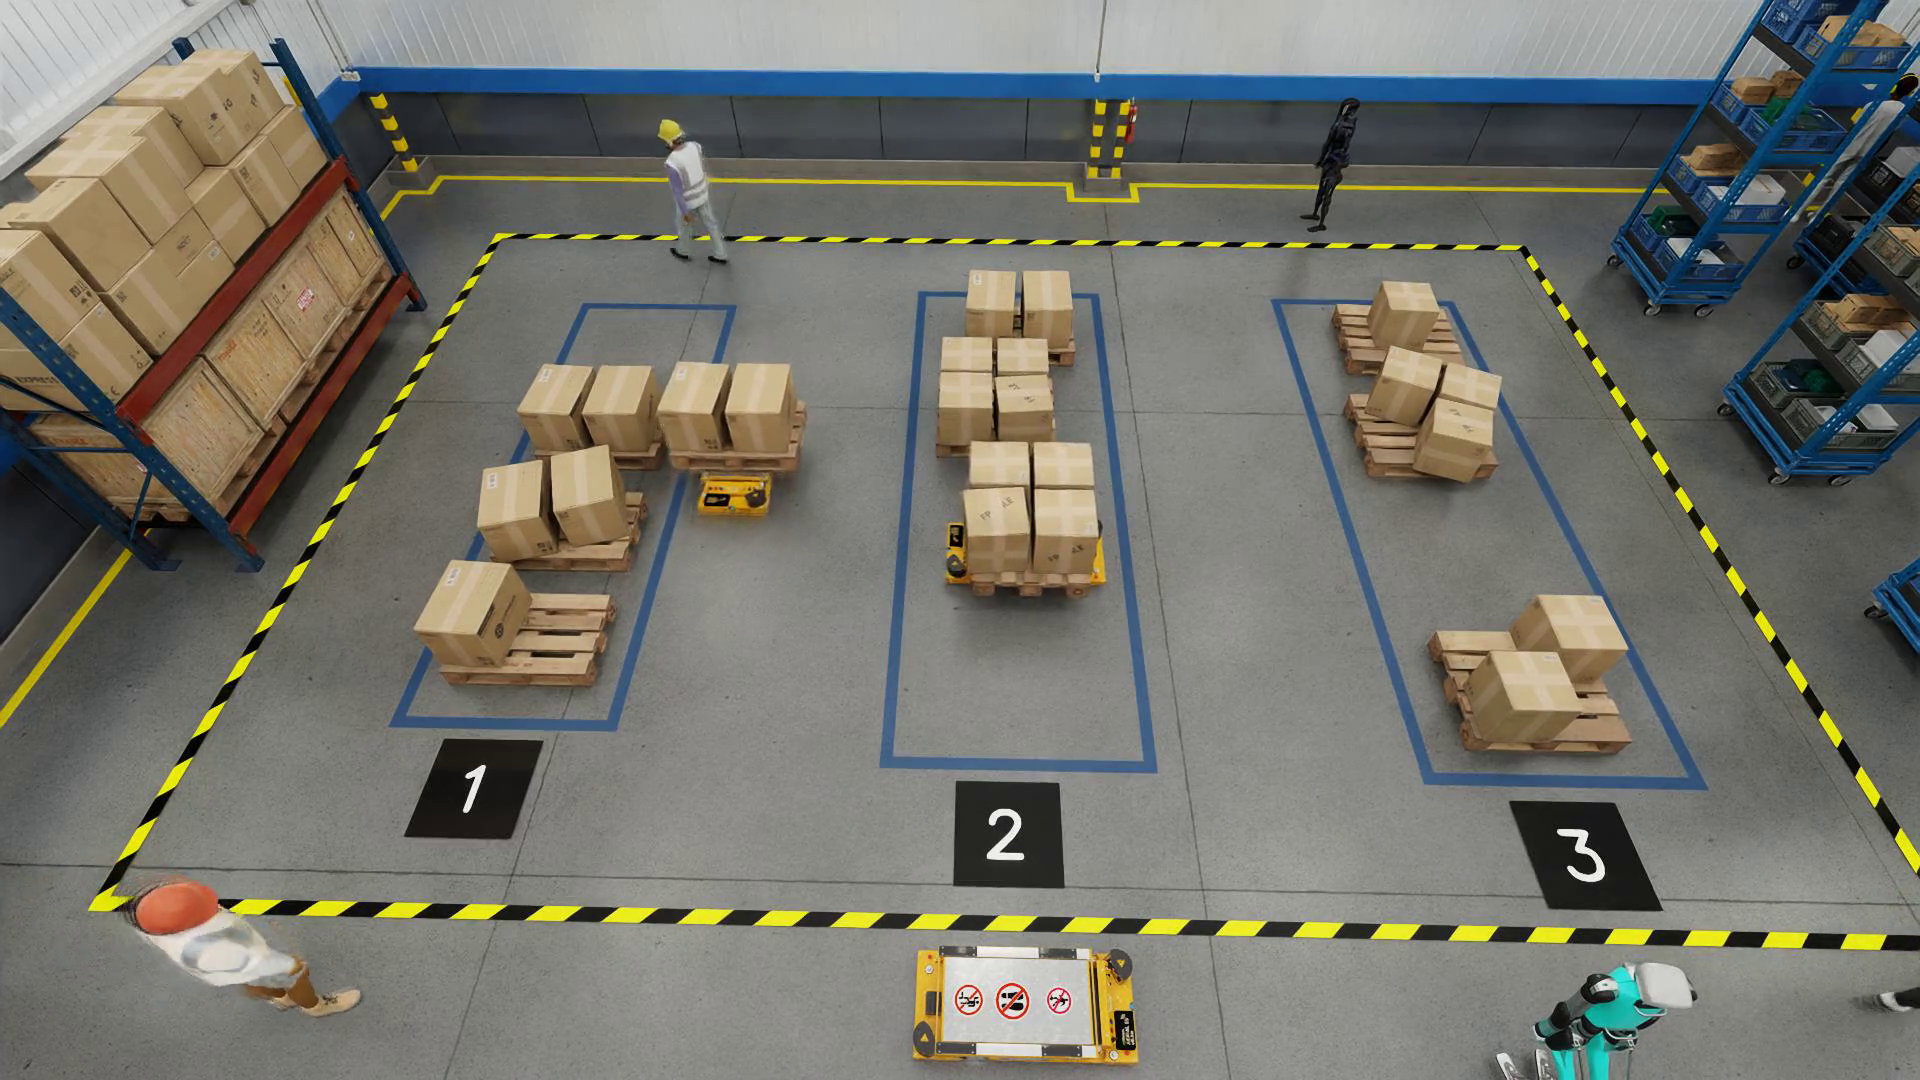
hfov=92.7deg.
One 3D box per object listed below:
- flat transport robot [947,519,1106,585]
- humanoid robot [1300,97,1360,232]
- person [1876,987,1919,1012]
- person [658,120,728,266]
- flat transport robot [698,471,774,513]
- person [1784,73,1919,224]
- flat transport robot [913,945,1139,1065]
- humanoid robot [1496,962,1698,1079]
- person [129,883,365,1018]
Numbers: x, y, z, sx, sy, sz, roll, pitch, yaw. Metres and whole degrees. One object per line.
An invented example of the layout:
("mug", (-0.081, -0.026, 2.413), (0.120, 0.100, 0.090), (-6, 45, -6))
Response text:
("flat transport robot", (0.601, 0.089, 8.395), (1.431, 0.197, 0.652), (1, 51, 1))
("humanoid robot", (4.606, -4.638, 11.348), (0.315, 1.657, 0.599), (-1, 51, 0))
("person", (6.475, 2.500, 5.447), (0.909, 1.813, 0.592), (1, 51, 1))
("person", (-3.259, -4.091, 10.835), (0.853, 1.796, 0.603), (25, 55, 19))
("flat transport robot", (-2.167, -0.871, 9.178), (0.652, 0.197, 1.431), (1, 51, 1))
("person", (11.095, -4.820, 11.389), (0.512, 1.864, 0.321), (12, 52, 10))
("flat transport robot", (0.422, 3.041, 6.007), (1.431, 0.231, 0.659), (1, 51, 1))
("humanoid robot", (3.555, 2.907, 5.082), (0.533, 1.677, 0.735), (0, 51, 0))
("person", (-4.295, 2.412, 5.419), (0.799, 1.994, 0.428), (20, 53, 15))
